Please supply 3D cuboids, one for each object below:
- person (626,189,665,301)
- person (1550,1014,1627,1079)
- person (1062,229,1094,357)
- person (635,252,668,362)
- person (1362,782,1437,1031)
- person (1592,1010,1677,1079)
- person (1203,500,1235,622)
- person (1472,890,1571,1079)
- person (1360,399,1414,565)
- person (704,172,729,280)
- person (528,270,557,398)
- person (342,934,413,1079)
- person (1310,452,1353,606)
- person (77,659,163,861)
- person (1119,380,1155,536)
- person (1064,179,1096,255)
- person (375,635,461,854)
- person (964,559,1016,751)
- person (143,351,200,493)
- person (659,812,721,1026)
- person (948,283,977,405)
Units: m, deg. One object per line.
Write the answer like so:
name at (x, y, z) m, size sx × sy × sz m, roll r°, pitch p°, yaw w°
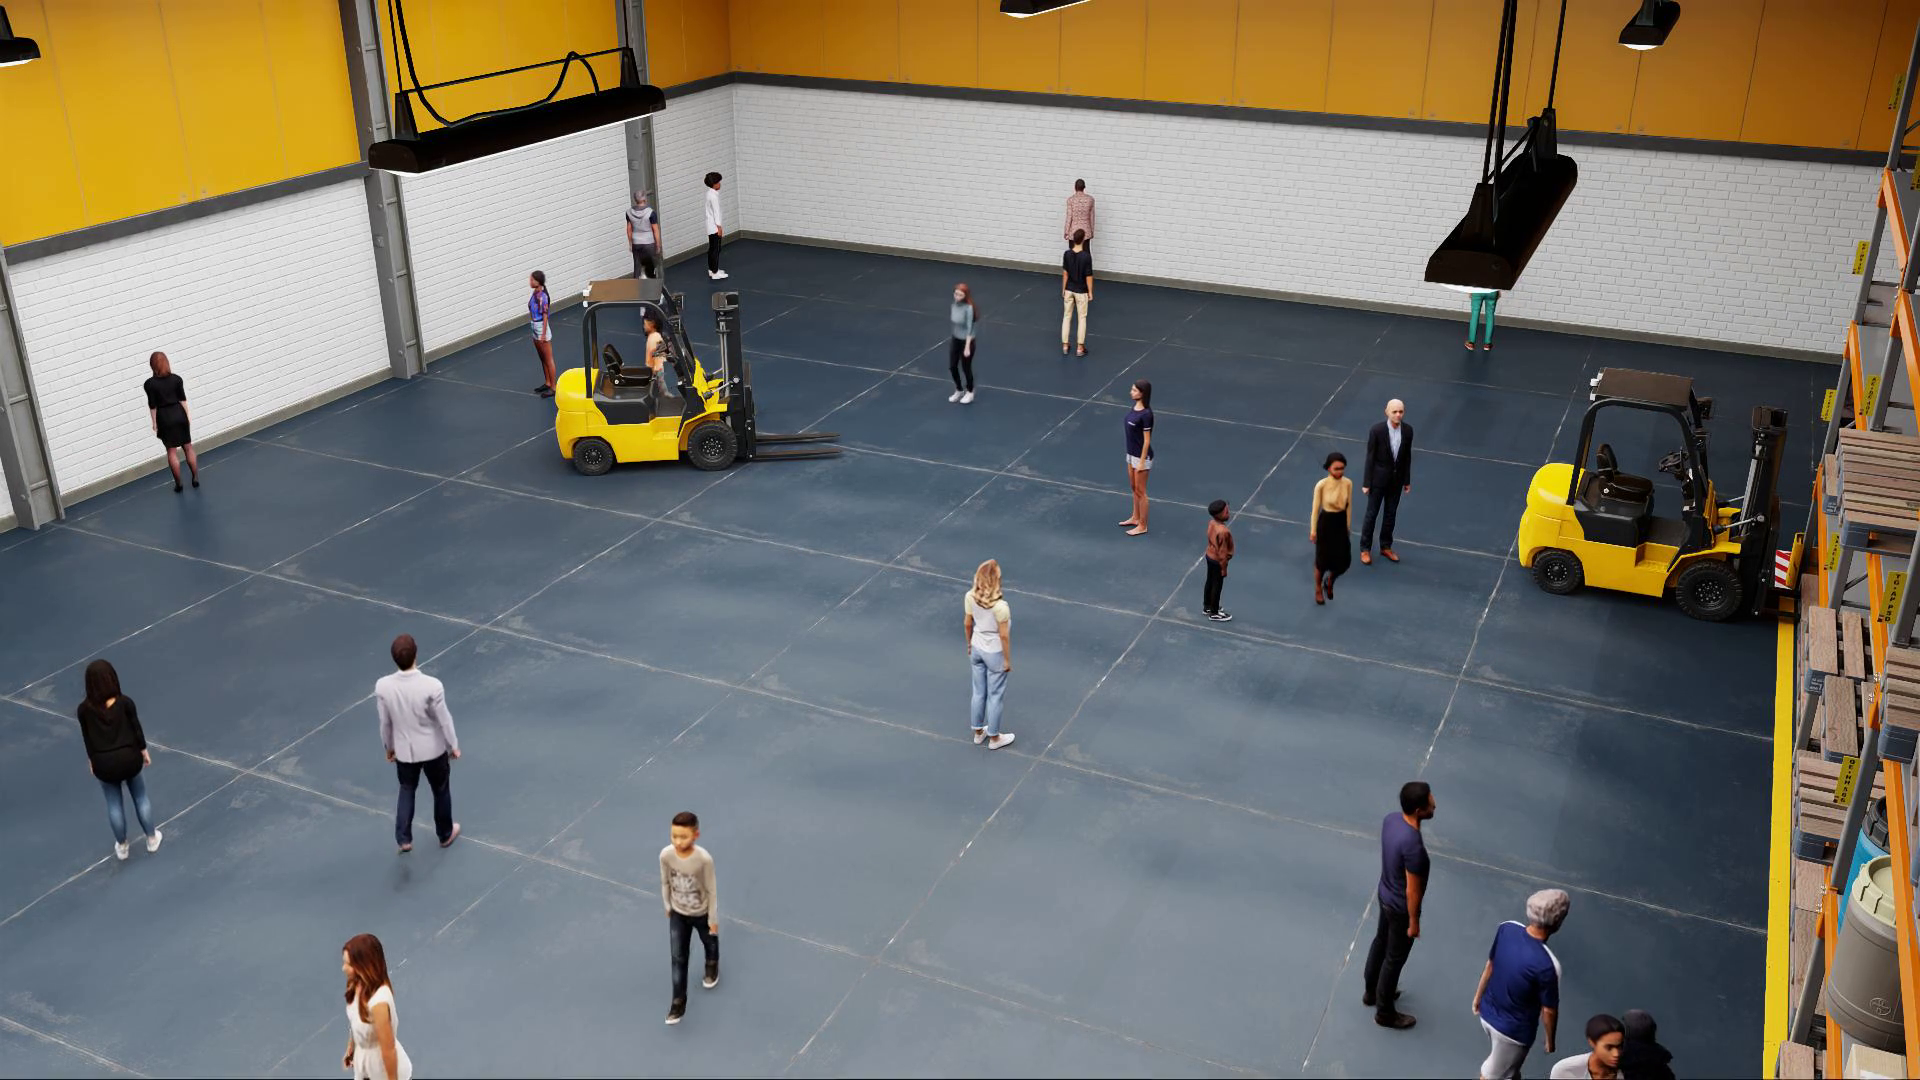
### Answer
person at (-5.168, -4.806, 27.144) m, size 0.755 × 1.828 × 0.670 m, roll 4°, pitch 24°, yaw 9°
person at (3.309, 3.243, 8.848) m, size 0.707 × 1.735 × 0.696 m, roll 0°, pitch 24°, yaw -1°
person at (1.716, -3.648, 24.463) m, size 0.632 × 1.854 × 0.544 m, roll 12°, pitch 26°, yaw 25°
person at (-4.411, -3.371, 24.051) m, size 0.859 × 1.677 × 0.586 m, roll 9°, pitch 25°, yaw 21°
person at (2.851, 2.346, 10.829) m, size 0.780 × 1.791 × 0.654 m, roll -3°, pitch 24°, yaw -7°
person at (3.533, 3.281, 8.849) m, size 0.797 × 1.664 × 0.850 m, roll -8°, pitch 25°, yaw -17°
person at (2.536, 0.186, 16.440) m, size 0.658 × 1.255 × 0.582 m, roll -6°, pitch 24°, yaw -13°
person at (3.126, 2.853, 9.687) m, size 1.096 × 1.778 × 1.038 m, roll -9°, pitch 25°, yaw -20°
person at (4.526, -0.644, 17.659) m, size 0.774 × 1.800 × 0.786 m, roll -4°, pitch 24°, yaw -8°
person at (-4.222, -5.406, 28.547) m, size 0.763 × 1.805 × 0.705 m, roll -9°, pitch 25°, yaw -19°
person at (-5.713, -2.835, 22.740) m, size 0.692 × 1.745 × 0.671 m, roll -13°, pitch 27°, yaw -28°
person at (-3.208, 2.970, 9.420) m, size 0.908 × 1.776 × 0.819 m, roll -15°, pitch 28°, yaw -30°
person at (3.688, -0.124, 16.663) m, size 0.737 × 1.645 × 0.787 m, roll -5°, pitch 24°, yaw -11°
person at (-6.393, 1.659, 12.584) m, size 0.650 × 1.645 × 0.717 m, roll -10°, pitch 25°, yaw -21°
person at (1.986, -0.926, 18.346) m, size 0.726 × 1.766 × 0.640 m, roll -4°, pitch 24°, yaw -9°
person at (2.010, -5.173, 28.010) m, size 0.772 × 1.808 × 0.826 m, roll -8°, pitch 25°, yaw -17°
person at (-4.086, 1.588, 12.503) m, size 0.880 × 1.840 × 0.998 m, roll 1°, pitch 24°, yaw 3°
person at (0.244, 0.964, 14.076) m, size 0.678 × 1.723 × 0.626 m, roll 18°, pitch 29°, yaw 35°
person at (-9.228, -1.385, 19.474) m, size 0.571 × 1.704 × 0.714 m, roll -20°, pitch 30°, yaw -38°
person at (-1.754, 2.427, 11.094) m, size 0.767 × 1.431 × 1.057 m, roll 3°, pitch 24°, yaw 6°
person at (0.066, -2.633, 22.330) m, size 0.765 × 1.703 × 0.703 m, roll -16°, pitch 28°, yaw -32°
